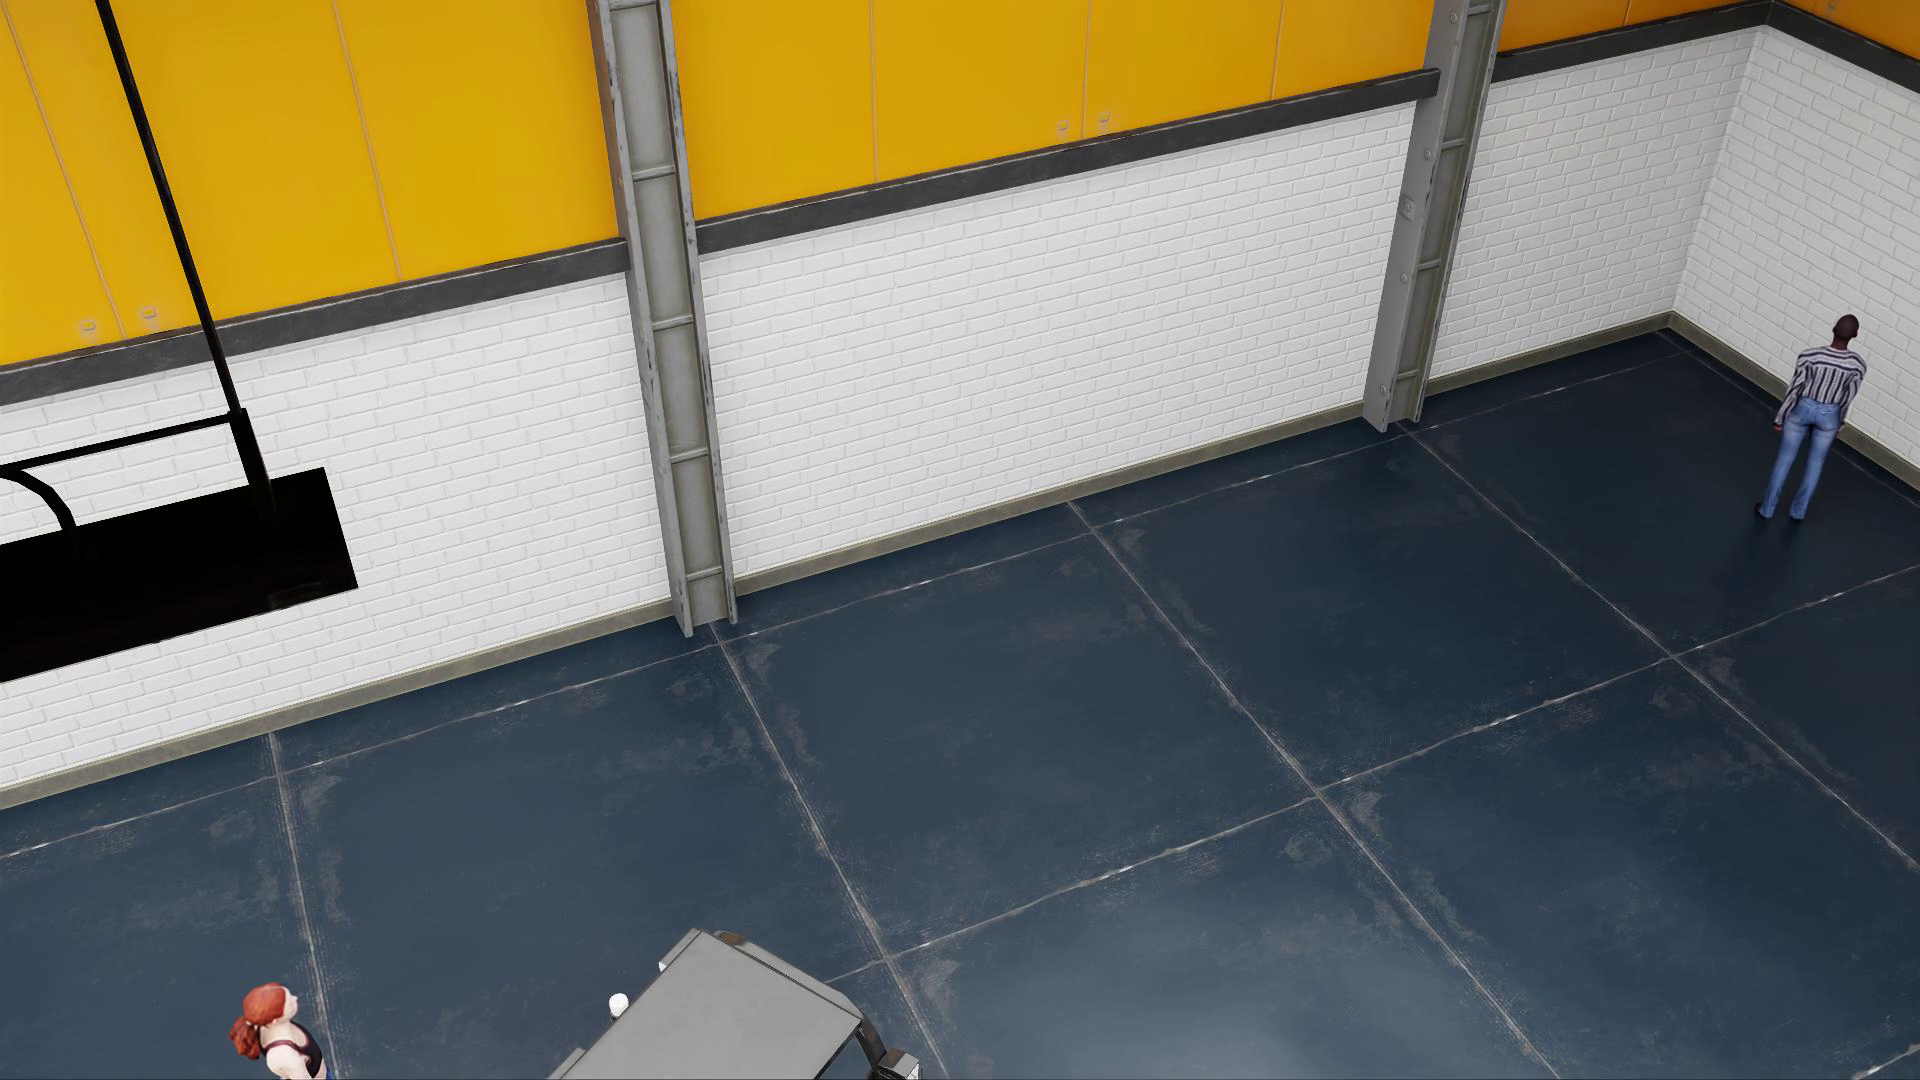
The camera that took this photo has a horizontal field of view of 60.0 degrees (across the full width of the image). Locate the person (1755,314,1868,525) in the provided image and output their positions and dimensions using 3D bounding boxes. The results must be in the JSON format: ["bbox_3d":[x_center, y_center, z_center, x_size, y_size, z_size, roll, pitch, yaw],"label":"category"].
[{"bbox_3d":[6.315,-0.877,12.322,0.692,1.795,0.752,13,40,16],"label":"person"}]

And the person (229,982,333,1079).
[{"bbox_3d":[-3.065,2.679,7.877,0.675,1.785,0.642,-31,48,-32],"label":"person"}]
